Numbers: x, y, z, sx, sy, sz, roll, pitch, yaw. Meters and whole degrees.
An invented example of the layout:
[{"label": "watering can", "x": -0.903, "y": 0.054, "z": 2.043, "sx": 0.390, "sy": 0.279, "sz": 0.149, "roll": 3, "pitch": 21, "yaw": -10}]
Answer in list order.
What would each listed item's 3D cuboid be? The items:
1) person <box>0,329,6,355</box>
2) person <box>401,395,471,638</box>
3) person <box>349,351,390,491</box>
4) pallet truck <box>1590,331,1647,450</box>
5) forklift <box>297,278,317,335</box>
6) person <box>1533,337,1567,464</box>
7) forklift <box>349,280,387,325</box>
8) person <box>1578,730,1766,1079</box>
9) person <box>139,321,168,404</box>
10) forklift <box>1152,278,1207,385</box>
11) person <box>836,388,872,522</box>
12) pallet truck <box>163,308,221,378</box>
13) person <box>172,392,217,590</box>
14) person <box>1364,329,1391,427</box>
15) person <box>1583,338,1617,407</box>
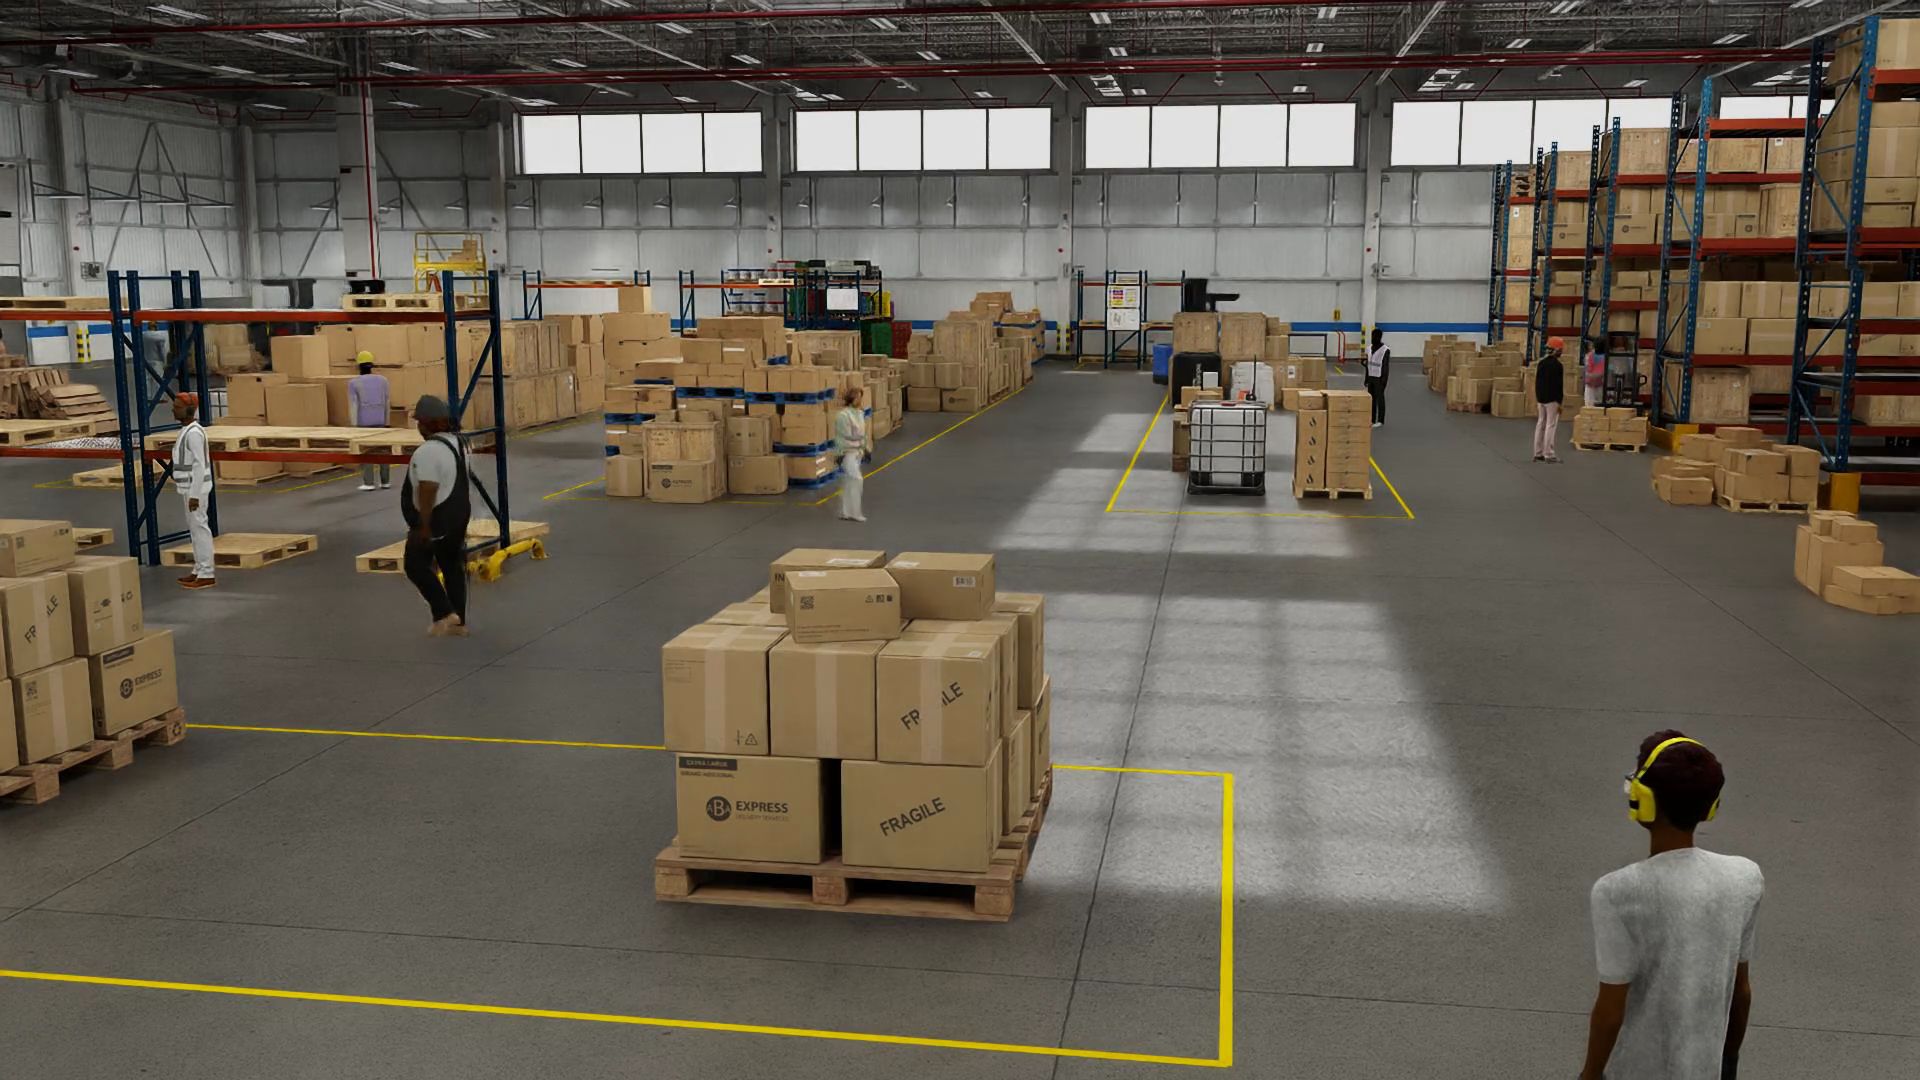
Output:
[{"label": "person", "x": -22.578, "y": -4.139, "z": 39.081, "sx": 0.317, "sy": 1.696, "sz": 0.539, "roll": -2, "pitch": 9, "yaw": -9}, {"label": "person", "x": -4.304, "y": -0.189, "z": 13.665, "sx": 0.540, "sy": 2.000, "sz": 0.706, "roll": 2, "pitch": 9, "yaw": 10}, {"label": "person", "x": -8.160, "y": -1.643, "z": 22.980, "sx": 0.384, "sy": 1.924, "sz": 0.594, "roll": 8, "pitch": 12, "yaw": 40}, {"label": "pallet truck", "x": 11.253, "y": -2.573, "z": 28.499, "sx": 0.823, "sy": 1.965, "sz": 1.885, "roll": 5, "pitch": 10, "yaw": 27}, {"label": "forklift", "x": -16.925, "y": -5.404, "z": 43.240, "sx": 1.873, "sy": 2.768, "sz": 1.129, "roll": -3, "pitch": 10, "yaw": -17}, {"label": "person", "x": 9.304, "y": -2.195, "z": 26.180, "sx": 0.400, "sy": 1.989, "sz": 0.623, "roll": -2, "pitch": 10, "yaw": -14}, {"label": "forklift", "x": -12.668, "y": -4.187, "z": 35.739, "sx": 1.873, "sy": 2.768, "sz": 1.129, "roll": 1, "pitch": 9, "yaw": 9}, {"label": "person", "x": 1.806, "y": 1.410, "z": 4.328, "sx": 0.511, "sy": 1.872, "sz": 0.329, "roll": -3, "pitch": 10, "yaw": -17}, {"label": "person", "x": -18.369, "y": -4.061, "z": 37.903, "sx": 0.623, "sy": 1.932, "sz": 0.367, "roll": 1, "pitch": 9, "yaw": 9}, {"label": "forklift", "x": 6.077, "y": -5.425, "z": 43.372, "sx": 1.873, "sy": 2.768, "sz": 1.129, "roll": -2, "pitch": 9, "yaw": -14}, {"label": "person", "x": -1.222, "y": -1.015, "z": 20.019, "sx": 0.588, "sy": 1.615, "sz": 0.546, "roll": 4, "pitch": 10, "yaw": 25}, {"label": "pallet truck", "x": -21.869, "y": -5.598, "z": 47.154, "sx": 0.823, "sy": 1.965, "sz": 1.885, "roll": 4, "pitch": 10, "yaw": 26}, {"label": "person", "x": -7.328, "y": -0.469, "z": 15.871, "sx": 0.351, "sy": 1.884, "sz": 0.582, "roll": -6, "pitch": 11, "yaw": -31}, {"label": "person", "x": 8.095, "y": -3.139, "z": 32.266, "sx": 0.397, "sy": 1.911, "sz": 0.587, "roll": -5, "pitch": 10, "yaw": -27}, {"label": "person", "x": 11.846, "y": -2.846, "z": 30.846, "sx": 0.633, "sy": 1.794, "sz": 0.976, "roll": 7, "pitch": 12, "yaw": 37}]
